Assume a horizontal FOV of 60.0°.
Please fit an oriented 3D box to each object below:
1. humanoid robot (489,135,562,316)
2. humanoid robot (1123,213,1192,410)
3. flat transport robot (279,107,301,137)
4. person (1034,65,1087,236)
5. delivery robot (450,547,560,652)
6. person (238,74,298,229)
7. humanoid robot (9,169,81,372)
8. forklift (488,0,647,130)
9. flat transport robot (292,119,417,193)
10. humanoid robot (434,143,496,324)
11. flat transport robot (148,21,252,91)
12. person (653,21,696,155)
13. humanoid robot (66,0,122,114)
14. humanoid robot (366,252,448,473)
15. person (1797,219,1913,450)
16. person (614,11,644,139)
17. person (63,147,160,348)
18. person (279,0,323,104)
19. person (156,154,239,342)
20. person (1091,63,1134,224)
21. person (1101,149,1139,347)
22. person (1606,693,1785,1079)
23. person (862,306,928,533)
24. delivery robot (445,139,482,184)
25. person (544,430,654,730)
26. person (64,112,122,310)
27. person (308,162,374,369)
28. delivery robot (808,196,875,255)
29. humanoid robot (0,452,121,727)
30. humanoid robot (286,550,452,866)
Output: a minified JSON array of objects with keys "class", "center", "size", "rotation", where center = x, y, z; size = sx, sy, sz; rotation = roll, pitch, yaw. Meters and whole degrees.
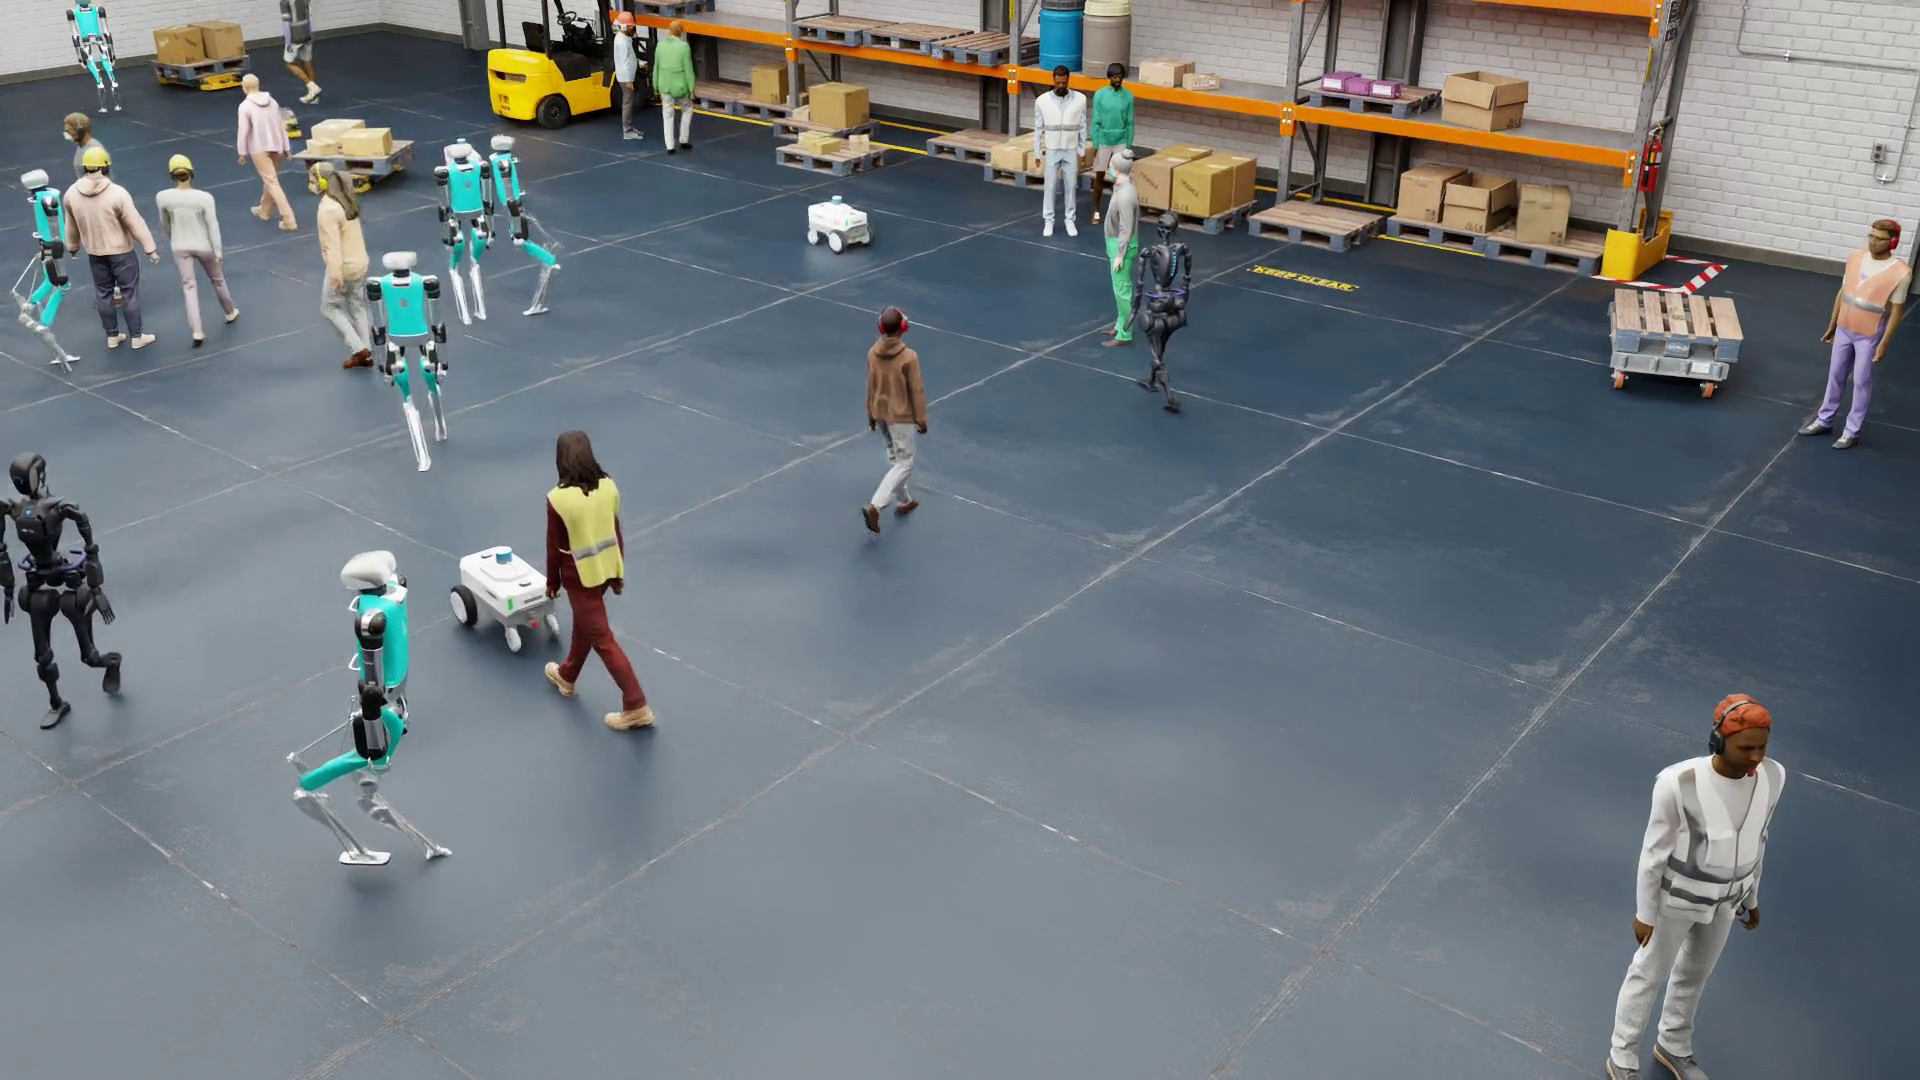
[{"class":"humanoid robot","center":[-4.140,-3.032,16.176],"size":[0.674,1.809,0.536],"rotation":[-9,27,-18]},{"class":"humanoid robot","center":[1.699,-1.931,14.025],"size":[0.598,1.647,0.788],"rotation":[-13,29,-25]},{"class":"flat transport robot","center":[-9.955,-6.020,24.039],"size":[0.659,0.231,1.431],"rotation":[-12,28,-23]},{"class":"person","center":[1.130,-4.399,18.803],"size":[0.595,1.908,0.408],"rotation":[-2,26,-5]},{"class":"delivery robot","center":[-2.869,0.321,10.555],"size":[0.499,0.576,0.757],"rotation":[-21,33,-36]},{"class":"person","center":[-8.038,-4.483,19.180],"size":[0.952,1.734,0.542],"rotation":[14,29,27]},{"class":"humanoid robot","center":[-8.188,-2.311,14.758],"size":[0.661,1.876,0.535],"rotation":[-17,30,-31]},{"class":"forklift","center":[-5.874,-7.334,24.552],"size":[1.214,2.155,2.313],"rotation":[19,32,34]},{"class":"flat transport robot","center":[-7.701,-4.692,21.288],"size":[0.659,0.231,1.431],"rotation":[2,26,4]},{"class":"humanoid robot","center":[-4.790,-2.968,16.028],"size":[0.531,1.775,0.726],"rotation":[-17,30,-31]},{"class":"flat transport robot","center":[-12.411,-7.564,27.236],"size":[1.431,0.231,0.659],"rotation":[16,30,30]},{"class":"person","center":[-3.858,-6.149,22.598],"size":[0.649,1.745,0.667],"rotation":[6,26,12]},{"class":"humanoid robot","center":[-12.709,-7.136,24.507],"size":[0.533,1.677,0.735],"rotation":[-16,30,-30]},{"class":"humanoid robot","center":[-4.209,-1.432,12.912],"size":[0.547,1.821,0.889],"rotation":[-5,26,-10]},{"class":"person","center":[7.120,-1.633,13.135],"size":[0.391,1.849,0.564],"rotation":[-11,28,-22]},{"class":"person","center":[-4.669,-6.545,23.430],"size":[0.352,1.742,0.572],"rotation":[-5,26,-11]},{"class":"person","center":[-7.799,-2.657,15.256],"size":[0.818,1.853,0.434],"rotation":[0,26,0]},{"class":"person","center":[-10.112,-7.681,25.471],"size":[0.499,2.022,0.628],"rotation":[10,28,20]},{"class":"person","center":[-7.198,-2.763,15.630],"size":[0.523,1.704,0.940],"rotation":[-6,27,-13]},{"class":"person","center":[1.765,-4.604,19.302],"size":[0.500,1.843,0.395],"rotation":[-2,26,-4]},{"class":"person","center":[1.485,-2.703,15.358],"size":[0.326,1.842,0.523],"rotation":[3,26,6]},{"class":"person","center":[2.972,1.456,6.700],"size":[0.573,1.882,0.355],"rotation":[-7,27,-14]},{"class":"person","center":[-0.493,-0.846,11.767],"size":[0.456,1.626,0.689],"rotation":[19,31,33]},{"class":"delivery robot","center":[-6.301,-4.784,21.150],"size":[0.499,0.596,0.775],"rotation":[-12,28,-24]},{"class":"person","center":[-2.116,0.199,9.478],"size":[0.905,1.730,0.456],"rotation":[13,29,24]},{"class":"person","center":[-8.481,-3.223,16.333],"size":[0.442,1.933,0.652],"rotation":[-17,31,-31]},{"class":"person","center":[-5.492,-2.429,14.785],"size":[0.428,1.848,0.544],"rotation":[4,26,9]},{"class":"delivery robot","center":[-1.345,-3.511,18.532],"size":[0.499,0.611,0.804],"rotation":[-23,34,-39]},{"class":"humanoid robot","center":[-5.119,0.233,9.467],"size":[0.602,1.634,0.527],"rotation":[-1,26,-2]},{"class":"humanoid robot","center":[-2.944,0.903,8.037],"size":[0.822,1.797,0.540],"rotation":[-2,26,-4]}]
